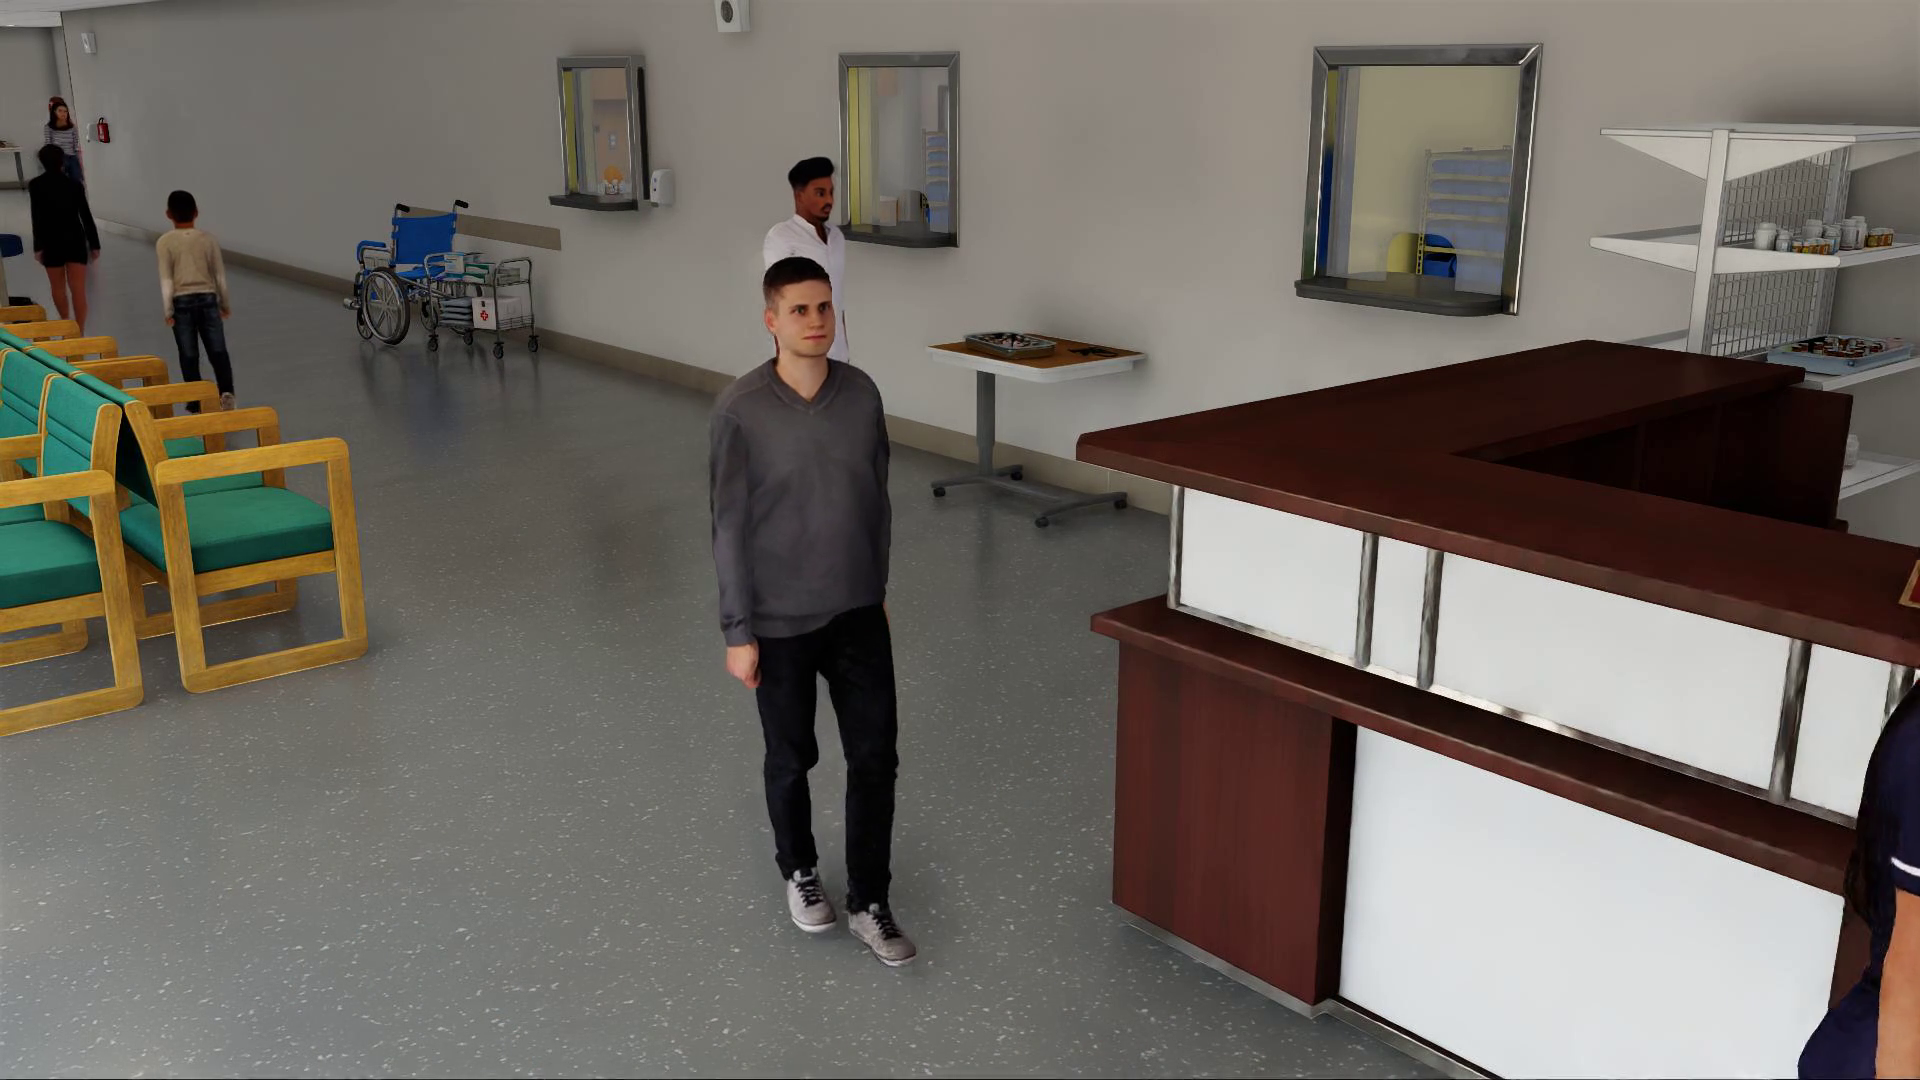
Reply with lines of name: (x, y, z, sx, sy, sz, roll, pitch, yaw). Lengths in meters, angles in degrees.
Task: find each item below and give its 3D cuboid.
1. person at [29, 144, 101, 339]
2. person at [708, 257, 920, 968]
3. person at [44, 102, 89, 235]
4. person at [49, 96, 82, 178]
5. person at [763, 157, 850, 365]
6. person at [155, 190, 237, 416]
person: (-7.006, -2.244, 13.008, 0.919, 1.616, 0.839, -6, 17, -22)
person: (-0.400, 0.165, 4.225, 0.838, 1.744, 0.828, -7, 17, -22)
person: (-12.199, -5.026, 22.606, 0.863, 1.763, 0.701, -14, 21, -40)
person: (-13.373, -5.749, 25.128, 0.790, 1.785, 1.128, 13, 20, 38)
person: (-0.711, -0.902, 7.898, 0.740, 1.804, 0.577, 13, 20, 38)
person: (-4.810, -1.445, 10.497, 0.906, 1.440, 0.663, -10, 19, -33)
